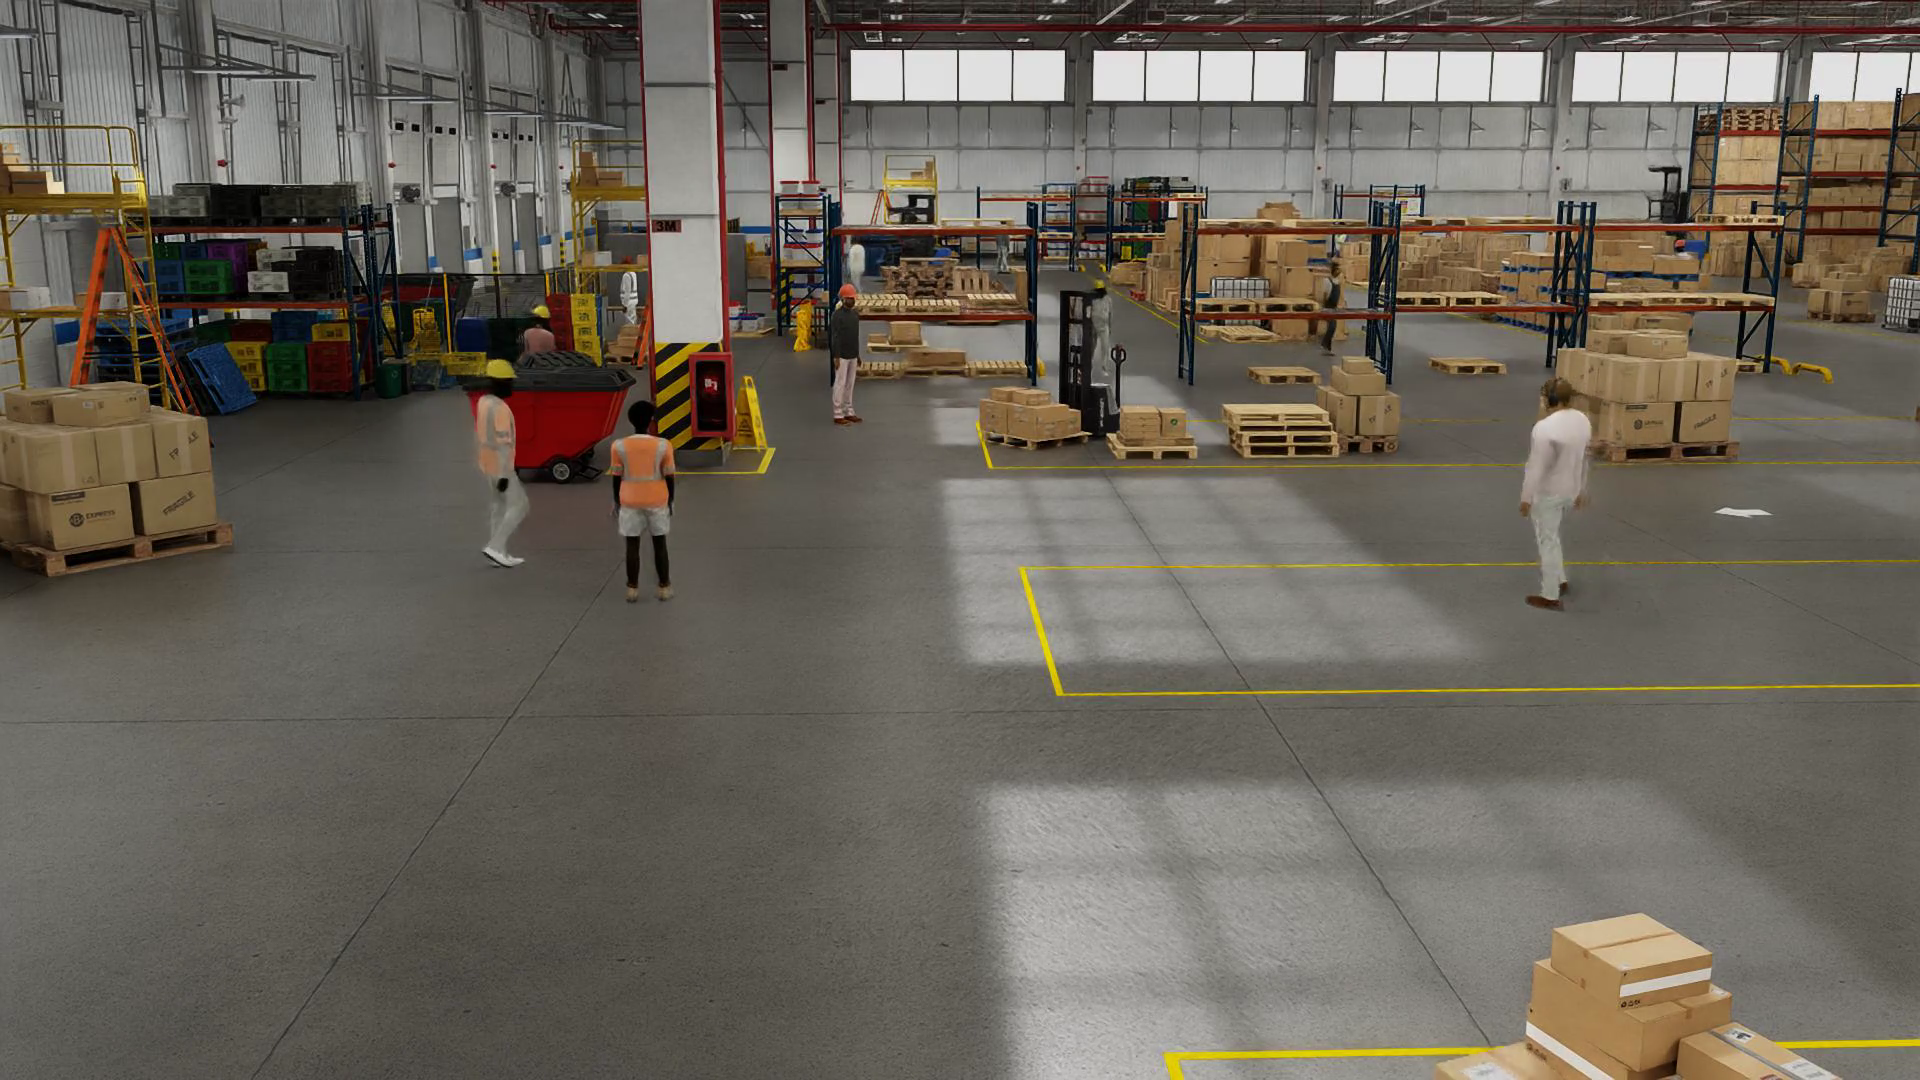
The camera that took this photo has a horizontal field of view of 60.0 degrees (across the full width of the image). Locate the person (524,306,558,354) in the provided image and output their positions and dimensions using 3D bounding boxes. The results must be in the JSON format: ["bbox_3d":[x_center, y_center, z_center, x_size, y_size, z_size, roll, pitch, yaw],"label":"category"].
[{"bbox_3d":[-5.695,-2.357,22.941,0.560,1.731,0.781,7,14,30],"label":"person"}]

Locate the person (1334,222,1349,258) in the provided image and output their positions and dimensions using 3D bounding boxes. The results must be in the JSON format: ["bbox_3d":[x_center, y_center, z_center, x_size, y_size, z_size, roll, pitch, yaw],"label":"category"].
[{"bbox_3d":[12.625,-9.563,55.087,0.391,1.920,0.593,-7,14,-30],"label":"person"}]

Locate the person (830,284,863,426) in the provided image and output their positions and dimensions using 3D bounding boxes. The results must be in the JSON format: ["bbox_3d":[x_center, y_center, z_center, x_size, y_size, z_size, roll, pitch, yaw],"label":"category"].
[{"bbox_3d":[-1.594,-2.623,23.578,0.391,1.995,0.613,8,15,31],"label":"person"}]

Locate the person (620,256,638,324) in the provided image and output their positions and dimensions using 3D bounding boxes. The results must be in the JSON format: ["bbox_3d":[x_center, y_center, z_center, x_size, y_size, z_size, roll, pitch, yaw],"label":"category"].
[{"bbox_3d":[-6.664,-4.756,33.463,0.351,1.884,0.581,1,12,2],"label":"person"}]

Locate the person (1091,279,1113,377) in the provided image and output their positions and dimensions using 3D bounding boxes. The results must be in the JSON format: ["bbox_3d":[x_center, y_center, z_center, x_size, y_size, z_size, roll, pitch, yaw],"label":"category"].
[{"bbox_3d":[2.452,-3.768,29.417,0.484,1.701,0.902,-2,13,-7],"label":"person"}]

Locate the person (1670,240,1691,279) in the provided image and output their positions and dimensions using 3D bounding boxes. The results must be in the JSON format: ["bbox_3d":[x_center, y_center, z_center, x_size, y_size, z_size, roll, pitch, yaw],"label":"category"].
[{"bbox_3d":[17.662,-6.453,41.085,0.569,1.896,0.930,-2,13,-8],"label":"person"}]

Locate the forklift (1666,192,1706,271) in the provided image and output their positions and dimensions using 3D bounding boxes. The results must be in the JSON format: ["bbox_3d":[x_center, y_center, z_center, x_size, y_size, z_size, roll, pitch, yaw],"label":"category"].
[{"bbox_3d":[25.966,-11.189,60.240,1.873,2.768,1.129,0,12,-2],"label":"forklift"}]

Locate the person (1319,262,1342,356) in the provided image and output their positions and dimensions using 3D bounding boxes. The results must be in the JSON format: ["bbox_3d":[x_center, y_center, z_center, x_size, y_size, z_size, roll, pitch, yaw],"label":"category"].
[{"bbox_3d":[7.250,-4.498,32.417,0.437,1.829,0.536,11,17,42],"label":"person"}]

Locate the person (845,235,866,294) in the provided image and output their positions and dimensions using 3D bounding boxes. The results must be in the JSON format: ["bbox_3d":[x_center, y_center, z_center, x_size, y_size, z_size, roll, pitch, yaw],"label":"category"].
[{"bbox_3d":[-2.858,-7.113,44.023,0.773,1.913,0.662,7,14,28],"label":"person"}]

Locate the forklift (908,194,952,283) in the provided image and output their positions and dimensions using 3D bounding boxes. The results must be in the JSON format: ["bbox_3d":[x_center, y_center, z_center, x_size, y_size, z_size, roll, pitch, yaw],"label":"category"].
[{"bbox_3d":[-1.215,-9.773,53.845,1.129,2.768,1.873,10,16,38],"label":"forklift"}]

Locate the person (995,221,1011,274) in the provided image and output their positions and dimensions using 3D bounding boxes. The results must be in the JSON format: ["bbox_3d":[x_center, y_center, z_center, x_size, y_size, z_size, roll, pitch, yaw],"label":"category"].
[{"bbox_3d":[1.510,-10.280,58.282,0.372,1.940,0.629,-12,17,-43],"label":"person"}]

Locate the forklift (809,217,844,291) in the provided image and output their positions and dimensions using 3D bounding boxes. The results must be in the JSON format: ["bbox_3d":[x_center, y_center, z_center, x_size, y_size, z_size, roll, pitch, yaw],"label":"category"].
[{"bbox_3d":[-4.375,-8.619,48.637,1.873,2.768,1.129,0,12,-2],"label":"forklift"}]

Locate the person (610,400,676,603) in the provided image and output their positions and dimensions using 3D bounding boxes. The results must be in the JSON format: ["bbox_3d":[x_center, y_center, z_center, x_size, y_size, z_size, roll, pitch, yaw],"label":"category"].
[{"bbox_3d":[-2.624,-0.314,13.832,0.540,1.695,0.317,-1,13,-7],"label":"person"}]

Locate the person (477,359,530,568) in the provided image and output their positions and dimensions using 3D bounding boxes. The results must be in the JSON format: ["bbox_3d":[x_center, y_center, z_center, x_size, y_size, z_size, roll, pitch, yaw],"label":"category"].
[{"bbox_3d":[-4.127,-0.681,15.007,0.408,1.908,0.589,-9,15,-35],"label":"person"}]

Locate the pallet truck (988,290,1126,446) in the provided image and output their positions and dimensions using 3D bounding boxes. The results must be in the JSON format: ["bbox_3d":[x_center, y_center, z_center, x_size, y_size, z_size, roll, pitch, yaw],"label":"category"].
[{"bbox_3d":[1.257,-2.299,22.111,1.885,1.965,0.823,-9,15,-35],"label":"pallet truck"}]

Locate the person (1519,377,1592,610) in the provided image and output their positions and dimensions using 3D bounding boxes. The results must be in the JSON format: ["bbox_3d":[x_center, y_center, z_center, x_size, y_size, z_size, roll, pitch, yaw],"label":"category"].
[{"bbox_3d":[4.836,-0.379,13.620,0.654,1.919,0.451,-9,15,-34],"label":"person"}]

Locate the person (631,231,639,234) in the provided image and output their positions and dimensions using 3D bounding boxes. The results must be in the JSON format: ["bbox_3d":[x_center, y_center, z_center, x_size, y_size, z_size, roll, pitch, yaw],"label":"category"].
[{"bbox_3d":[-9.192,-7.714,46.726,0.575,1.921,0.570,4,13,16],"label":"person"}]
